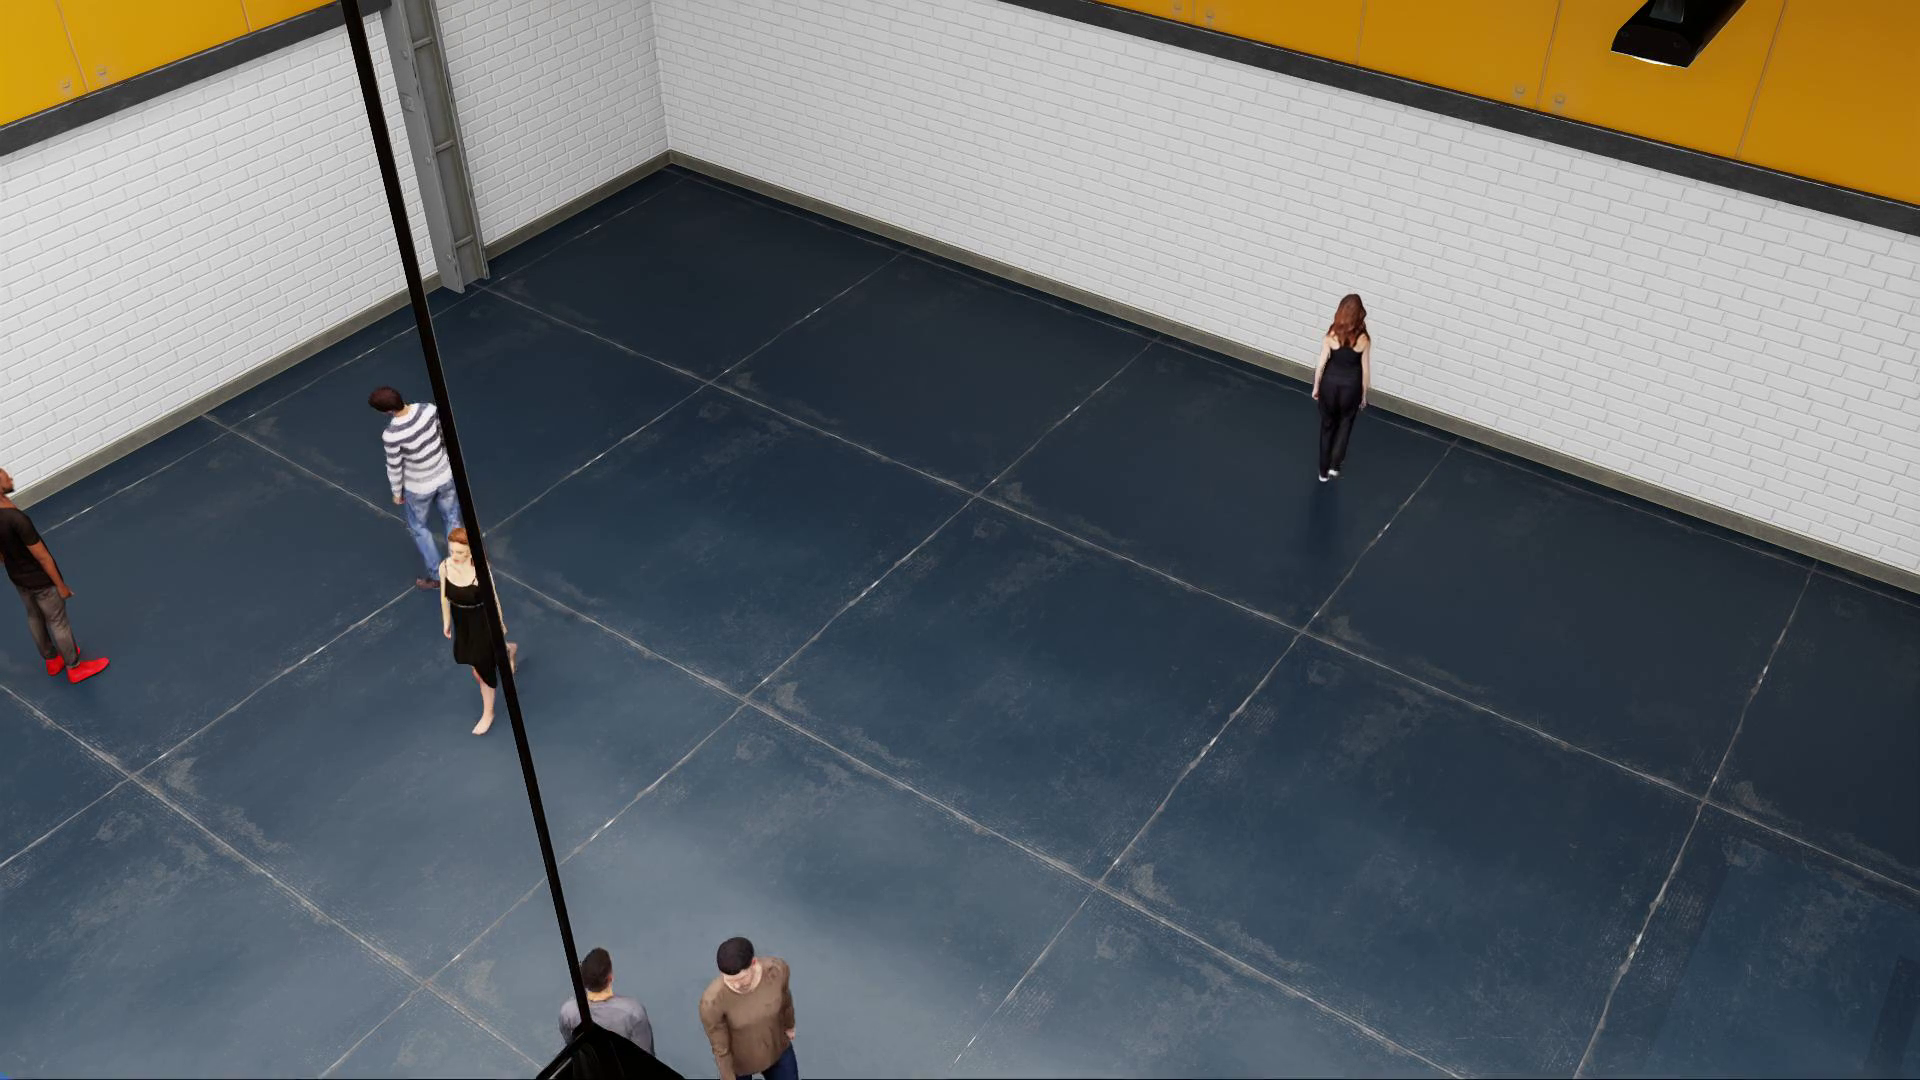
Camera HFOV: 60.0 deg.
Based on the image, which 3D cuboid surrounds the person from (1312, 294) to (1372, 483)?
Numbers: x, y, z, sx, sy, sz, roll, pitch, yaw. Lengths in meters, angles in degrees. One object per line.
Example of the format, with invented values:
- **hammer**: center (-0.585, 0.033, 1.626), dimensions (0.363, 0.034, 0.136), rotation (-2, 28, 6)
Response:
- **person**: center (3.107, -1.180, 13.595), dimensions (0.741, 1.739, 0.800), rotation (7, 39, 8)

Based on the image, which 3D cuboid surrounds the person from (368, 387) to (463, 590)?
- **person**: center (-4.012, -0.460, 12.639), dimensions (0.610, 1.806, 0.835), rotation (-18, 42, -21)

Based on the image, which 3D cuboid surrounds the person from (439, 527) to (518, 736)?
- **person**: center (-3.325, 0.528, 11.567), dimensions (0.728, 1.601, 1.039), rotation (12, 40, 15)

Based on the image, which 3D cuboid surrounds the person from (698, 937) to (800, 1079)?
- **person**: center (-1.130, 2.626, 8.754), dimensions (1.210, 1.832, 1.070), rotation (-22, 44, -25)

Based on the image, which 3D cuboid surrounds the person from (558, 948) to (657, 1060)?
- **person**: center (-1.791, 2.819, 8.581), dimensions (0.757, 1.747, 0.811), rotation (-4, 39, -5)

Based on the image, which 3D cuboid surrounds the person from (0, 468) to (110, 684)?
- **person**: center (-6.566, 0.246, 11.758), dimensions (0.681, 1.803, 0.582), rotation (16, 41, 19)
